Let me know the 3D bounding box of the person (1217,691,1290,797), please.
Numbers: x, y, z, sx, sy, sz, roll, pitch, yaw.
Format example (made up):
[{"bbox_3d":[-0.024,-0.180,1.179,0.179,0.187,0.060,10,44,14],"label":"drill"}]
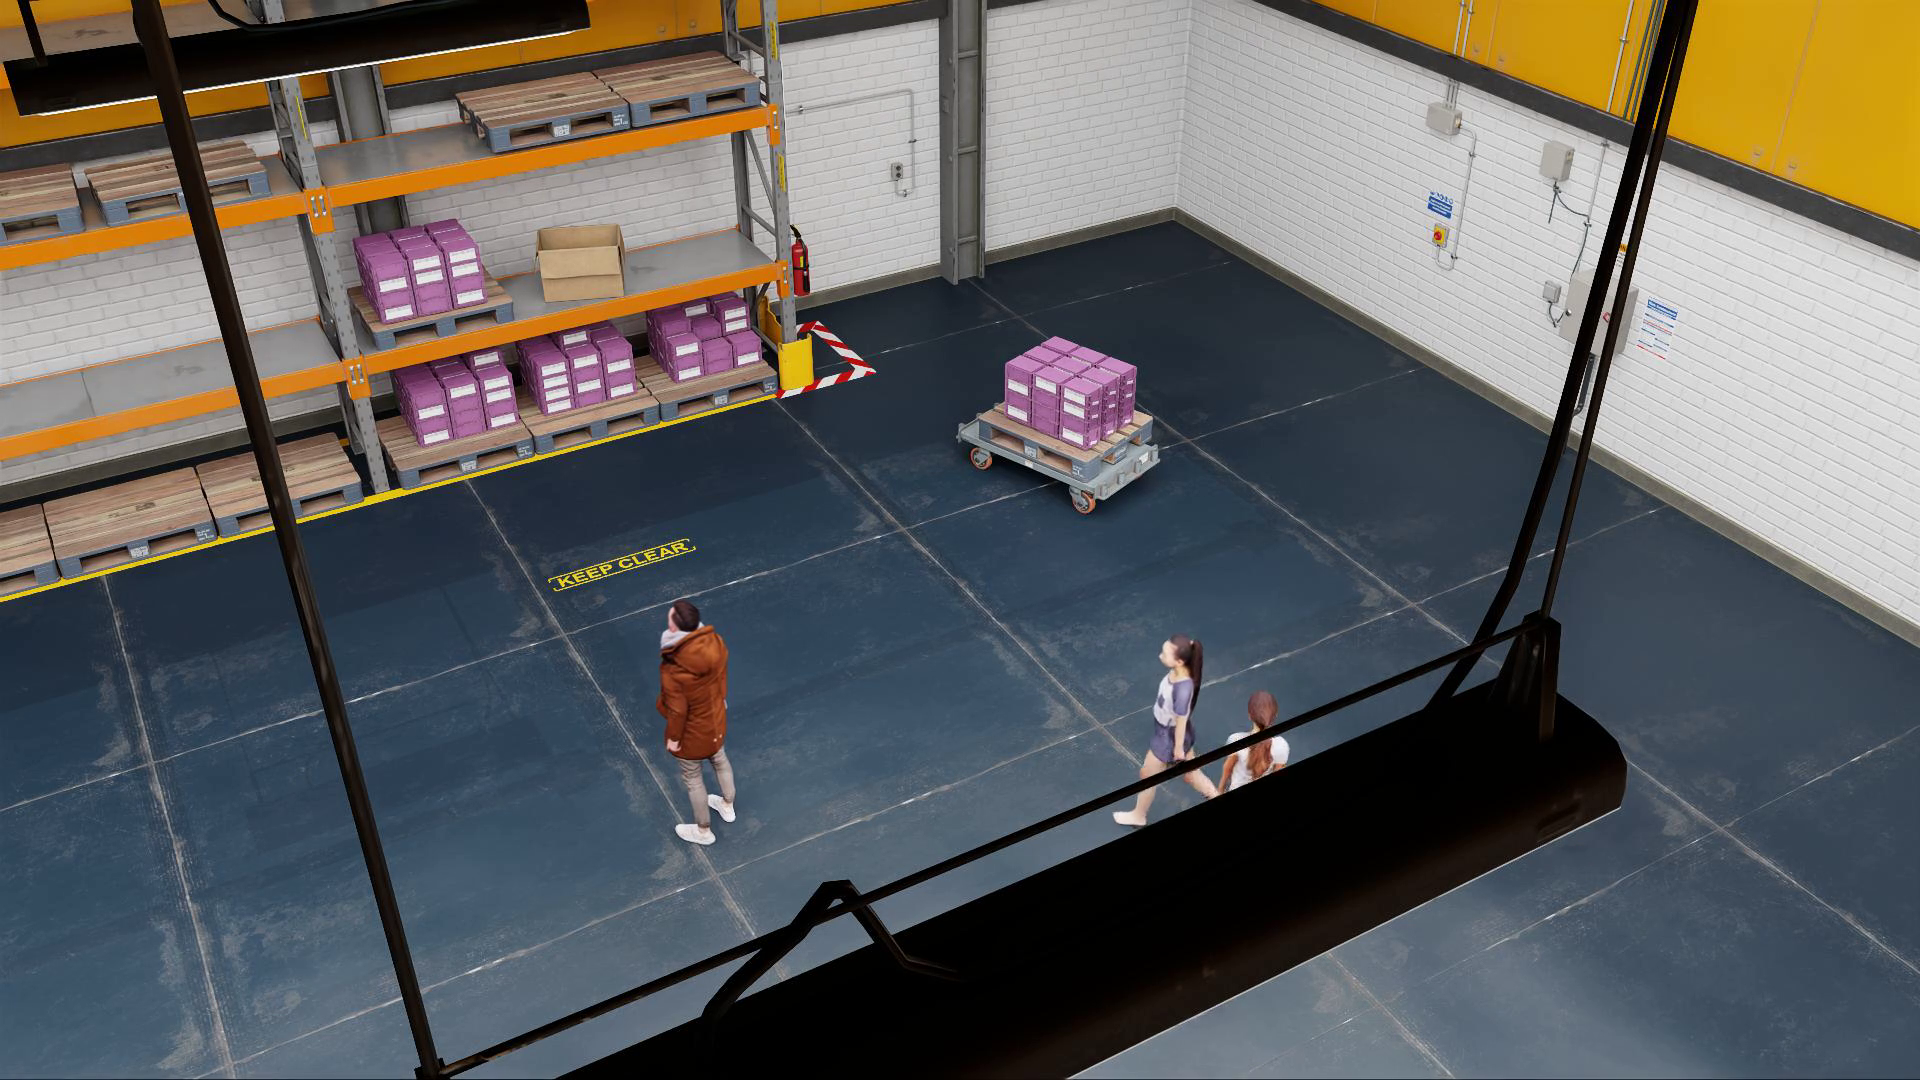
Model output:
[{"bbox_3d":[1.778,1.627,10.194,0.857,1.544,0.892,9,35,13],"label":"person"}]

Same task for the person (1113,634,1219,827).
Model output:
[{"bbox_3d":[1.470,1.266,10.675,1.078,1.613,1.024,10,35,14],"label":"person"}]

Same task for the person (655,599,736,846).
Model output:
[{"bbox_3d":[-1.676,1.159,10.634,0.895,1.837,0.799,19,38,27],"label":"person"}]
